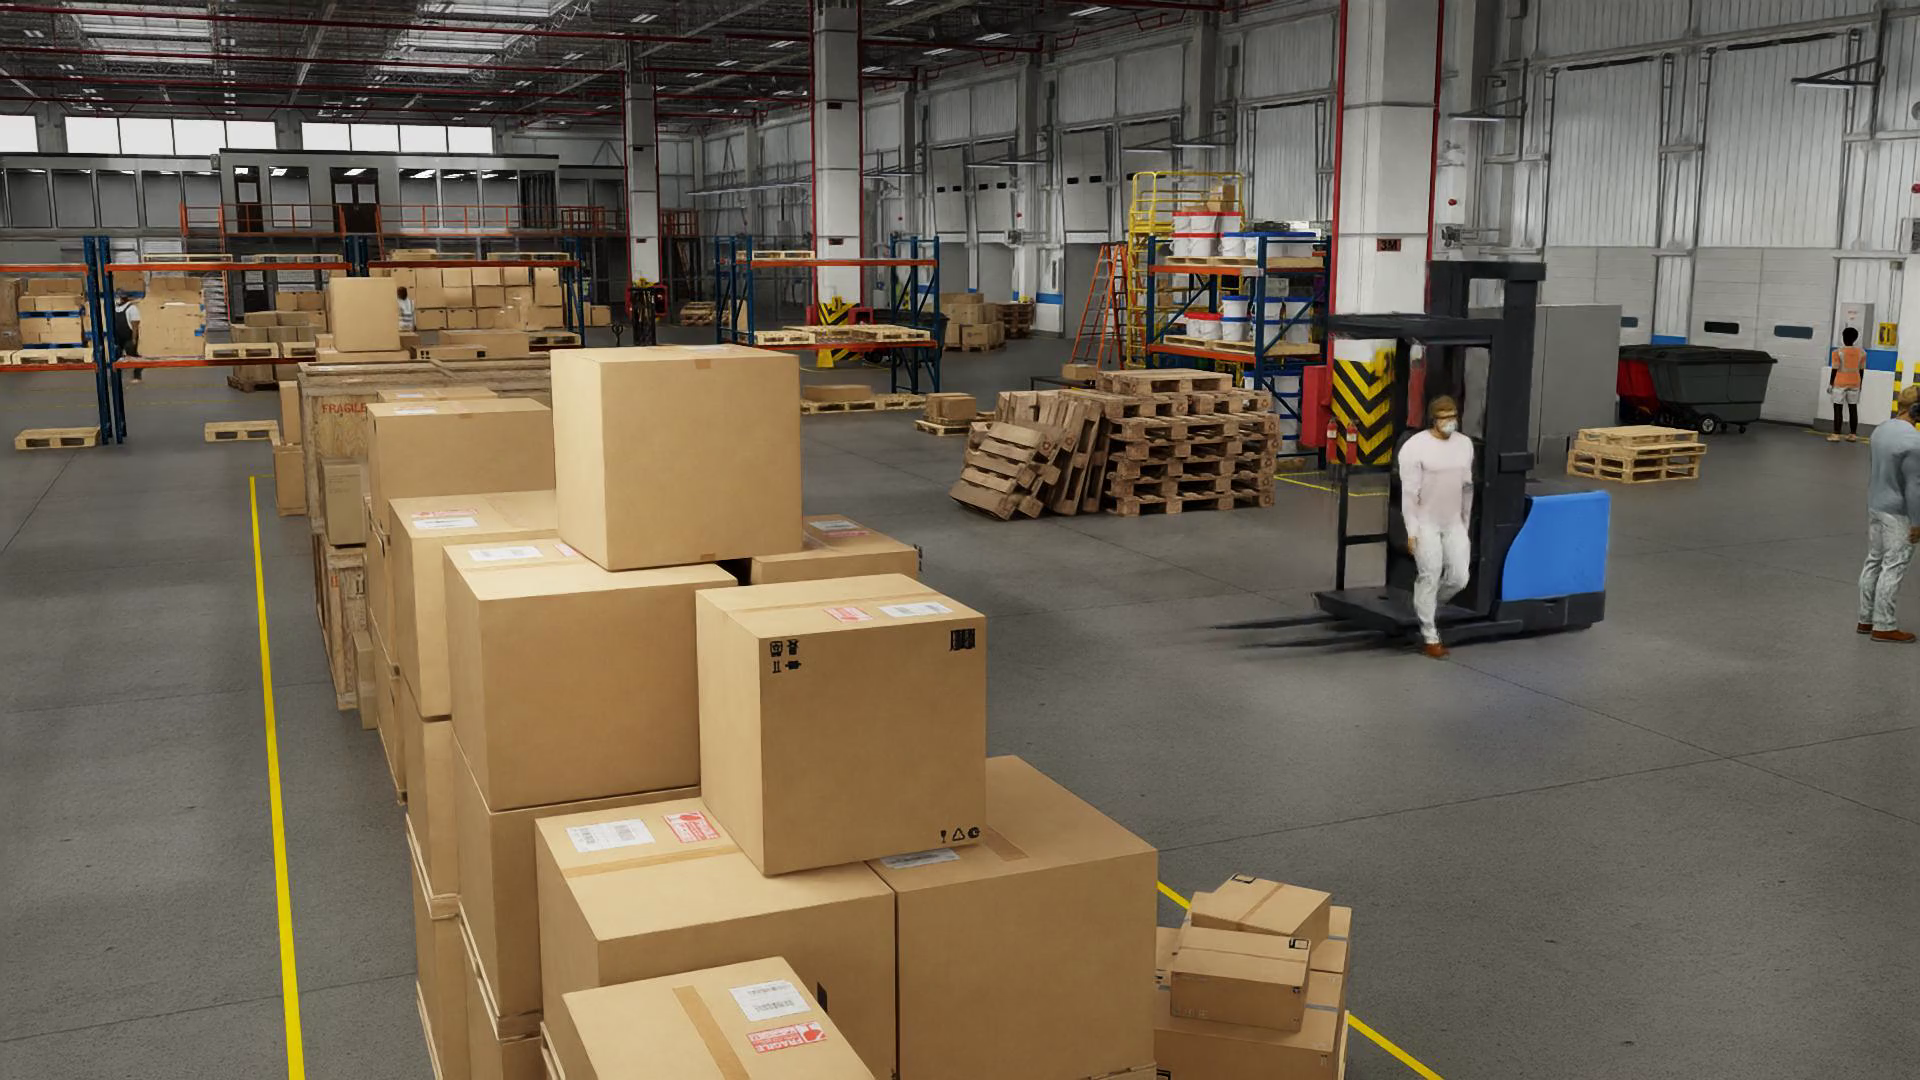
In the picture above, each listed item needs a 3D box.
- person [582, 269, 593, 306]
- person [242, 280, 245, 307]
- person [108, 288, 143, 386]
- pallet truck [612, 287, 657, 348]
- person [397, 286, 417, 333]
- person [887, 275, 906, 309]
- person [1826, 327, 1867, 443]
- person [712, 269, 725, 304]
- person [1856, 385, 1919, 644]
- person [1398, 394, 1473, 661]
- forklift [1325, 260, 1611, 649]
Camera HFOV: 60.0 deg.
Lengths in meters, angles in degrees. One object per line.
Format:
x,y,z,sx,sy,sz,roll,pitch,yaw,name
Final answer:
-13.330,-8.707,59.366,0.587,1.910,0.397,8,13,39,person
-30.106,-10.427,69.657,0.823,1.601,0.508,6,12,28,person
-17.099,-4.161,33.937,0.699,2.000,0.842,2,11,12,person
-6.464,-4.406,35.401,0.823,1.965,1.885,6,12,32,pallet truck
-13.469,-5.218,40.243,0.649,1.866,0.590,6,12,31,person
-2.072,-7.843,54.897,0.643,1.794,0.951,-2,11,-13,person
13.050,-2.278,24.502,0.539,1.695,0.318,-1,10,-4,person
-9.506,-9.812,65.685,0.593,1.822,0.533,8,13,36,person
6.967,-0.191,12.377,0.384,1.930,0.634,0,10,1,person
3.392,-0.099,11.904,0.640,1.916,0.486,-4,11,-23,person
3.936,-0.721,12.659,1.873,2.768,1.129,-4,11,-23,forklift
